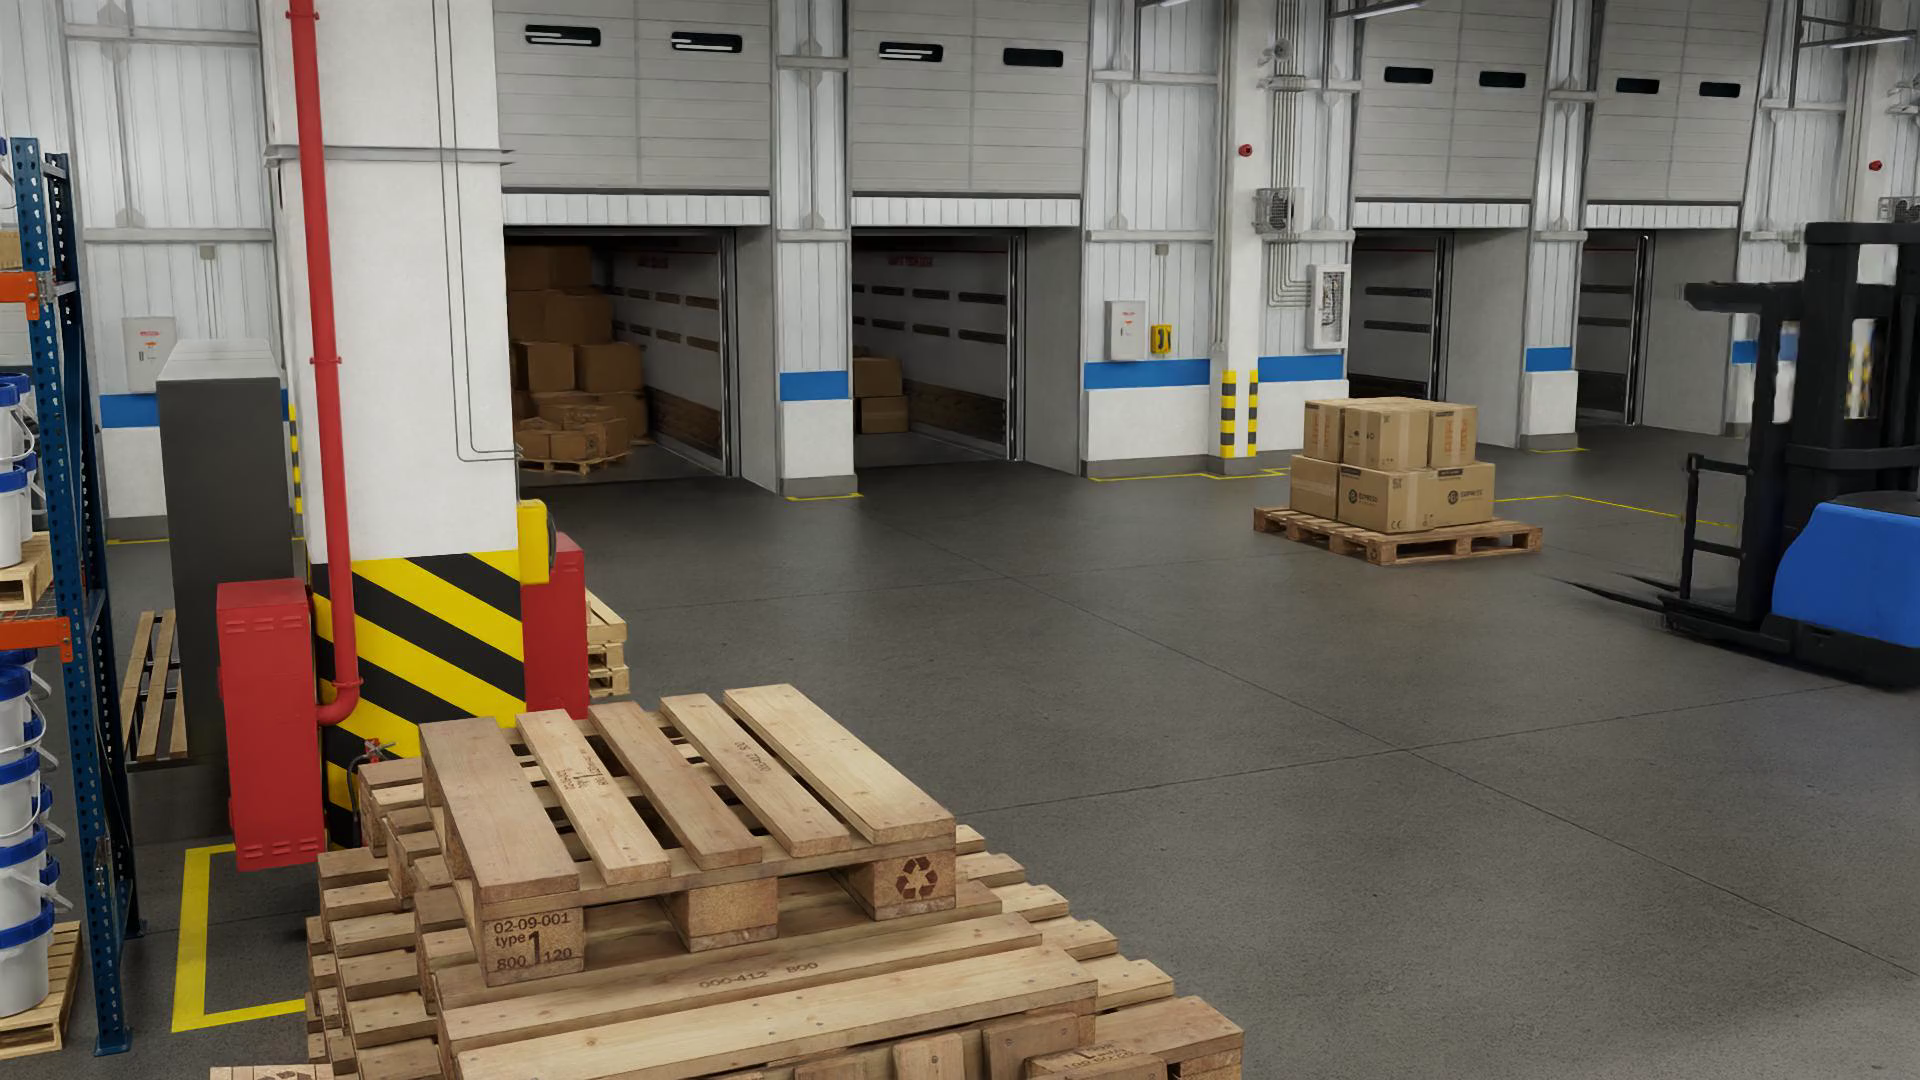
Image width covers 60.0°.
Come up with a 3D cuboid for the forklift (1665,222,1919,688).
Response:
[{"bbox_3d":[5.764,-0.627,10.644,1.129,2.768,1.873,-4,11,-23],"label":"forklift"}]
